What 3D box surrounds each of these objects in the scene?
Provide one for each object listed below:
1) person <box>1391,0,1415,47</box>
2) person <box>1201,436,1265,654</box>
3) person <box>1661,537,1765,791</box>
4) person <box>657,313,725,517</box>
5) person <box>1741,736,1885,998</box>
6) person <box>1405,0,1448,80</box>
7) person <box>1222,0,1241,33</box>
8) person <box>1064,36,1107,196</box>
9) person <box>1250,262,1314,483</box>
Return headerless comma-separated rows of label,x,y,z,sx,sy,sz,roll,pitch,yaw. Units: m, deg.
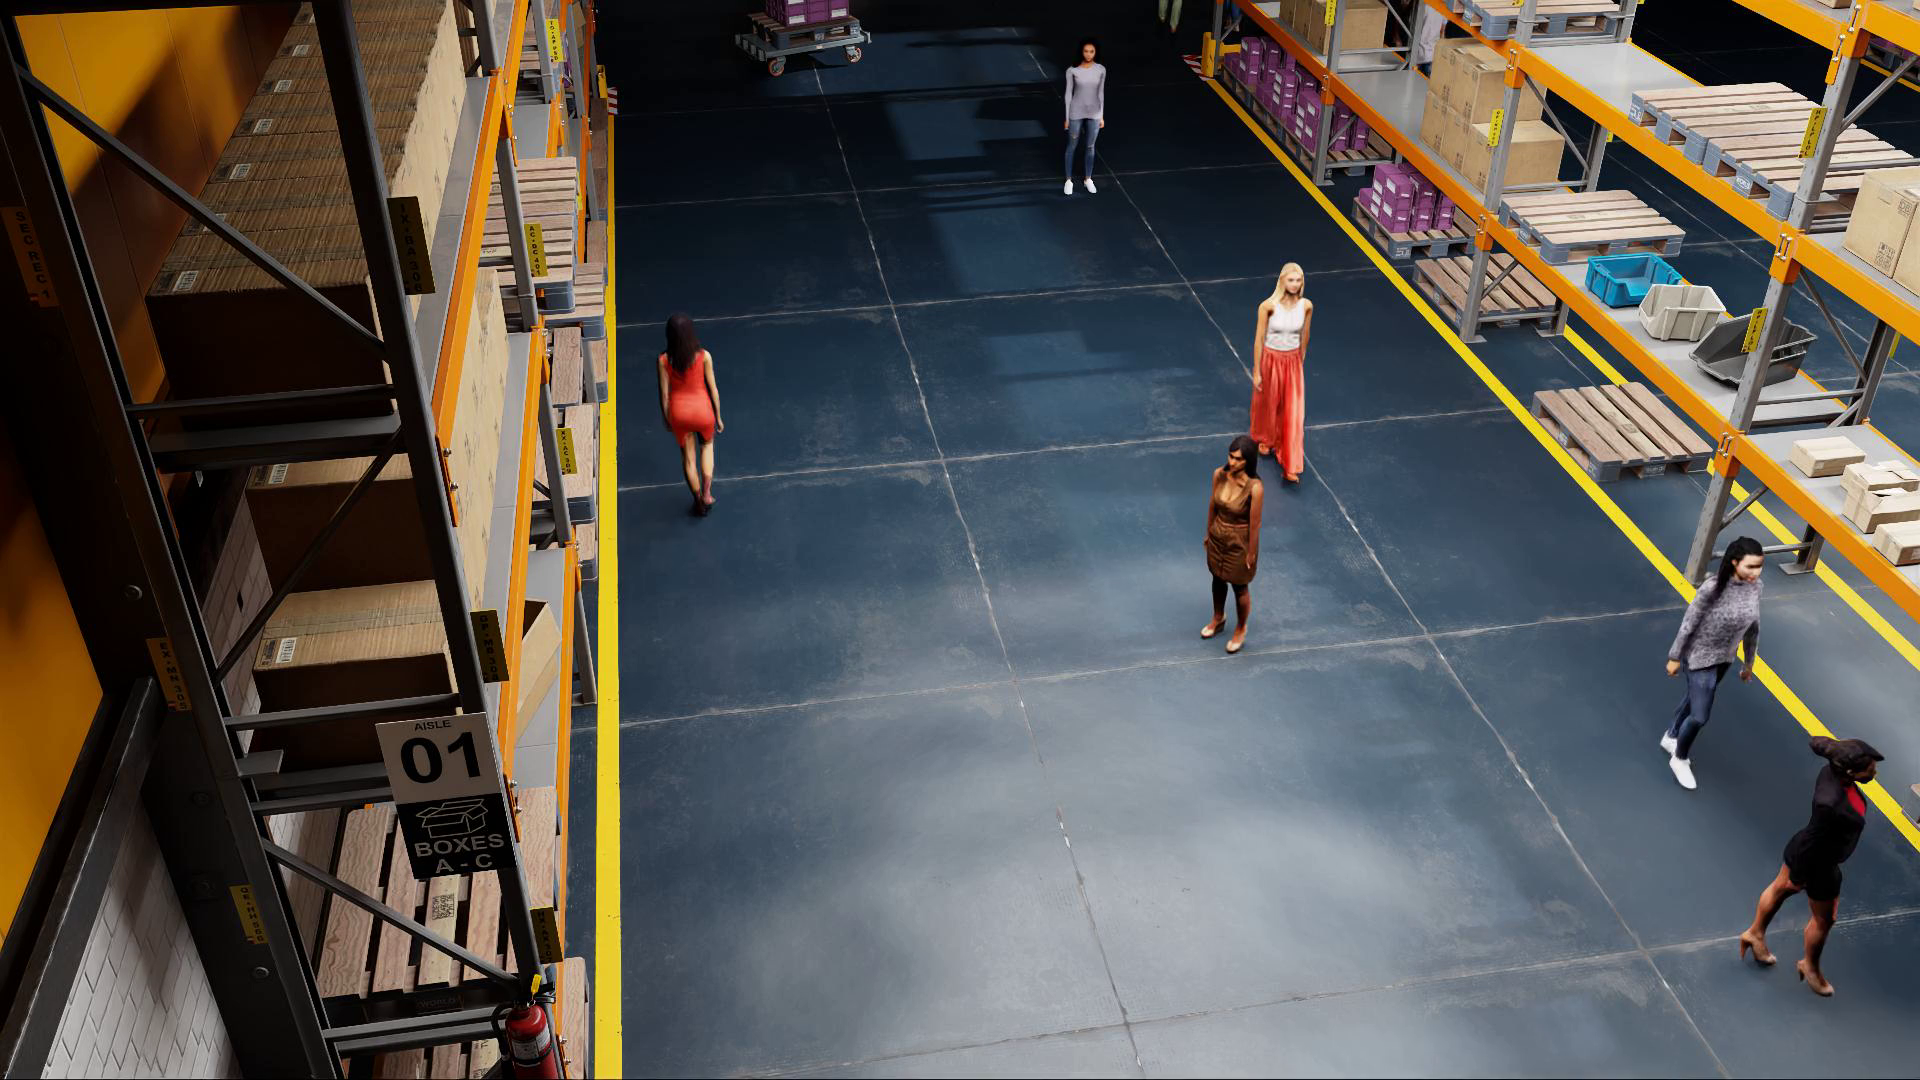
person,6.076,-7.395,22.430,0.569,1.711,1.140,-8,34,-11
person,1.854,0.023,11.295,0.706,1.684,0.614,-28,42,-35
person,4.594,0.665,10.296,0.674,1.719,0.726,-9,35,-13
person,-2.040,-0.903,12.662,0.610,1.712,0.558,-6,34,-8
person,4.444,1.688,8.842,0.863,1.625,0.819,16,37,23
person,5.609,-5.844,19.961,0.750,1.861,1.118,-9,35,-13
person,3.931,-7.944,23.354,0.789,1.602,0.726,20,39,27
person,1.365,-4.692,18.336,0.601,1.741,0.512,-5,34,-7
person,2.530,-1.427,13.403,0.723,1.764,1.185,-1,34,-2
